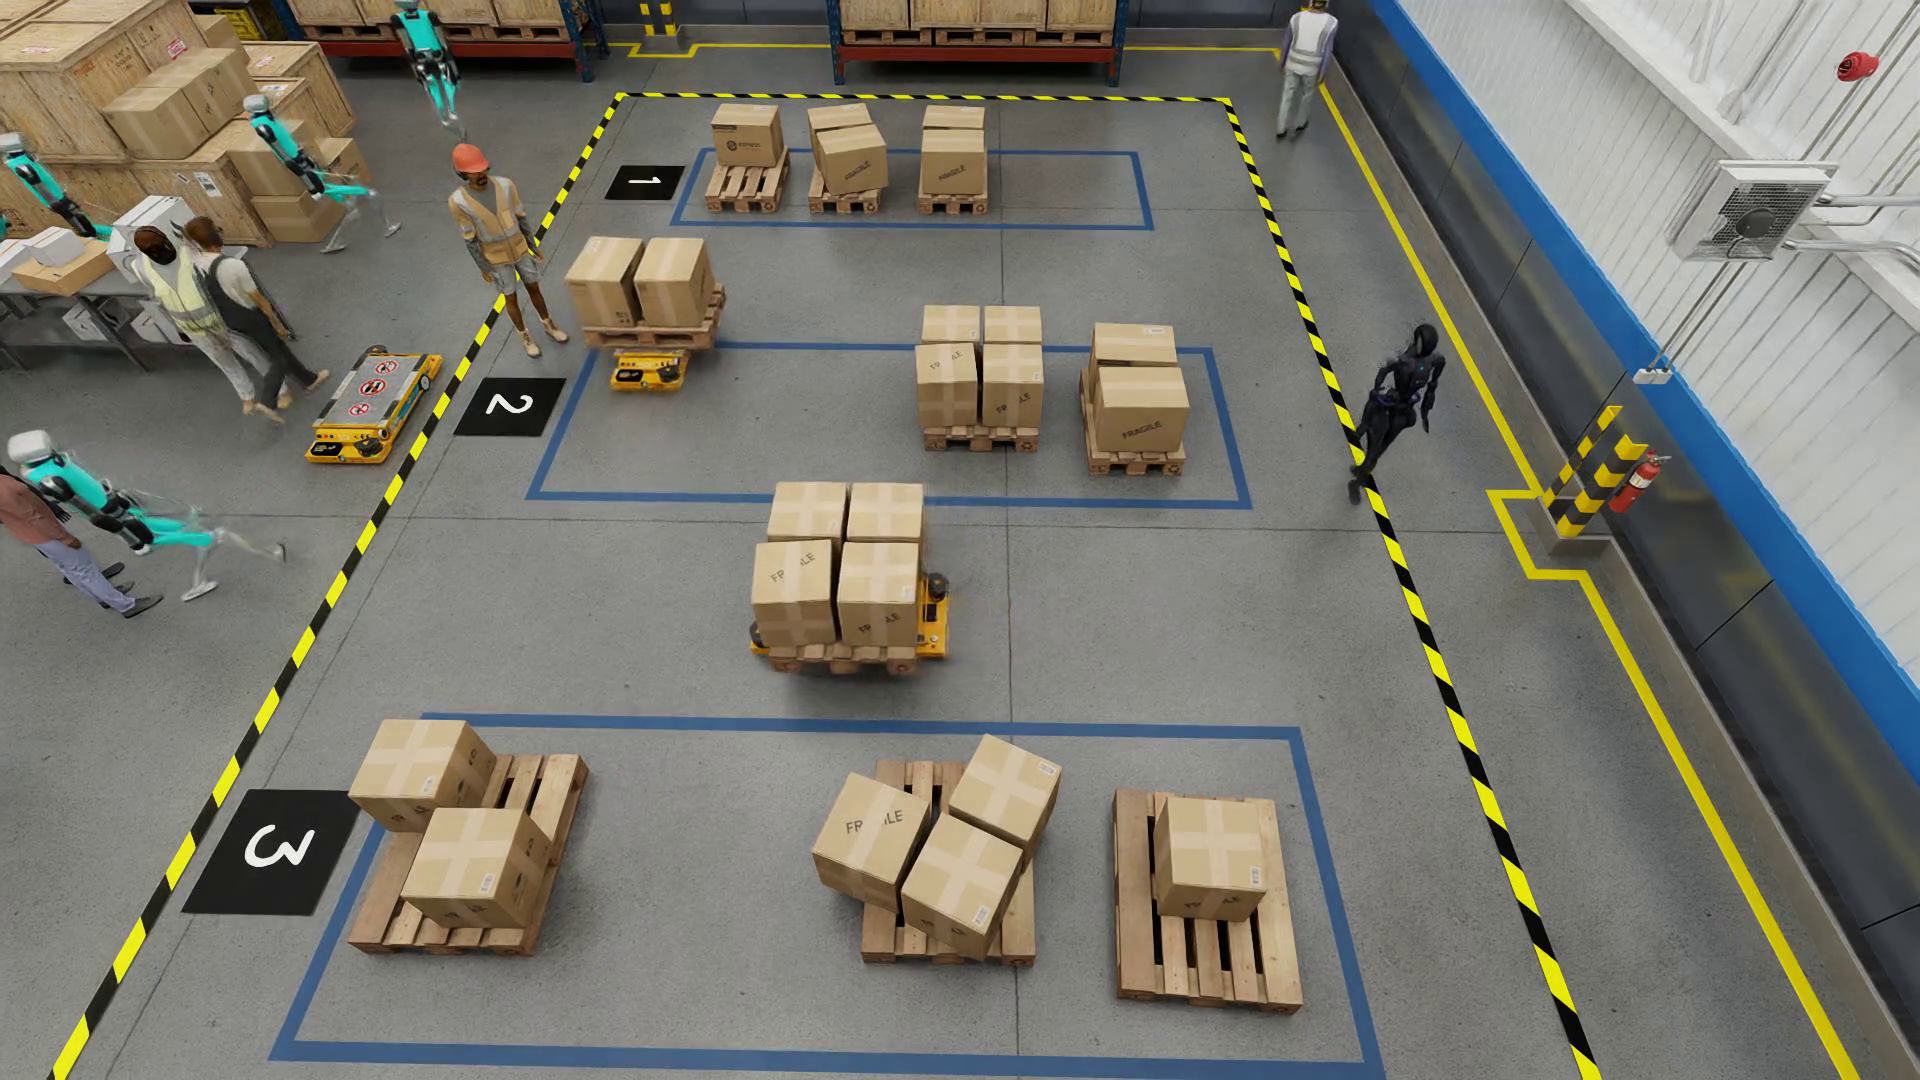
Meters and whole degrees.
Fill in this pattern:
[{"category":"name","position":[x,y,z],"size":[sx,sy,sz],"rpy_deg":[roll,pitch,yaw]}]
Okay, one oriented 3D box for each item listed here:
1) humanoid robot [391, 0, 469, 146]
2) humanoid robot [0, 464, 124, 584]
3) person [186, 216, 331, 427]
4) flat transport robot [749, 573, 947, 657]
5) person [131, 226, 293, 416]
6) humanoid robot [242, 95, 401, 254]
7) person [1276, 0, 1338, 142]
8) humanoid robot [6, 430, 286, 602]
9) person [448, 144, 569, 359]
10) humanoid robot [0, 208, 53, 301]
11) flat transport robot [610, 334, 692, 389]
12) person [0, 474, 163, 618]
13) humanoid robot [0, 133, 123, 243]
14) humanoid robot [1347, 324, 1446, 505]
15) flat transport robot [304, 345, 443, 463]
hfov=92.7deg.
[{"category":"humanoid robot","position":[-6.358,-5.560,11.109],"size":[0.545,1.754,0.952],"rpy_deg":[-6,50,-5]},{"category":"humanoid robot","position":[-6.919,-0.288,6.678],"size":[0.599,1.657,0.315],"rpy_deg":[10,50,8]},{"category":"person","position":[-6.183,-1.846,7.931],"size":[0.534,1.801,0.830],"rpy_deg":[8,50,7]},{"category":"flat transport robot","position":[-0.819,0.545,6.888],"size":[1.431,0.197,0.652],"rpy_deg":[1,50,1]},{"category":"person","position":[-6.468,-1.880,7.937],"size":[0.630,1.834,0.429],"rpy_deg":[-11,51,-10]},{"category":"humanoid robot","position":[-6.627,-3.886,9.723],"size":[1.054,1.747,0.535],"rpy_deg":[-22,53,-17]},{"category":"person","position":[4.294,-5.944,11.381],"size":[0.623,1.810,0.689],"rpy_deg":[24,54,19]},{"category":"humanoid robot","position":[-5.707,-0.236,6.625],"size":[0.933,1.794,0.559],"rpy_deg":[-35,58,-26]},{"category":"person","position":[-4.159,-2.634,8.432],"size":[0.365,2.048,0.606],"rpy_deg":[35,58,26]},{"category":"humanoid robot","position":[-9.737,-3.109,9.028],"size":[0.668,1.790,0.534],"rpy_deg":[-23,53,-18]},{"category":"flat transport robot","position":[-2.964,-2.034,9.070],"size":[0.652,0.197,1.431],"rpy_deg":[1,50,1]},{"category":"person","position":[-6.449,-0.082,6.453],"size":[0.524,1.772,0.304],"rpy_deg":[20,53,16]},{"category":"humanoid robot","position":[-8.574,-3.180,9.146],"size":[0.664,1.866,0.547],"rpy_deg":[-35,58,-26]},{"category":"humanoid robot","position":[3.472,-0.979,7.275],"size":[0.597,1.650,0.515],"rpy_deg":[-7,50,-6]},{"category":"flat transport robot","position":[-5.383,-1.269,8.441],"size":[0.659,0.231,1.431],"rpy_deg":[1,50,1]}]
